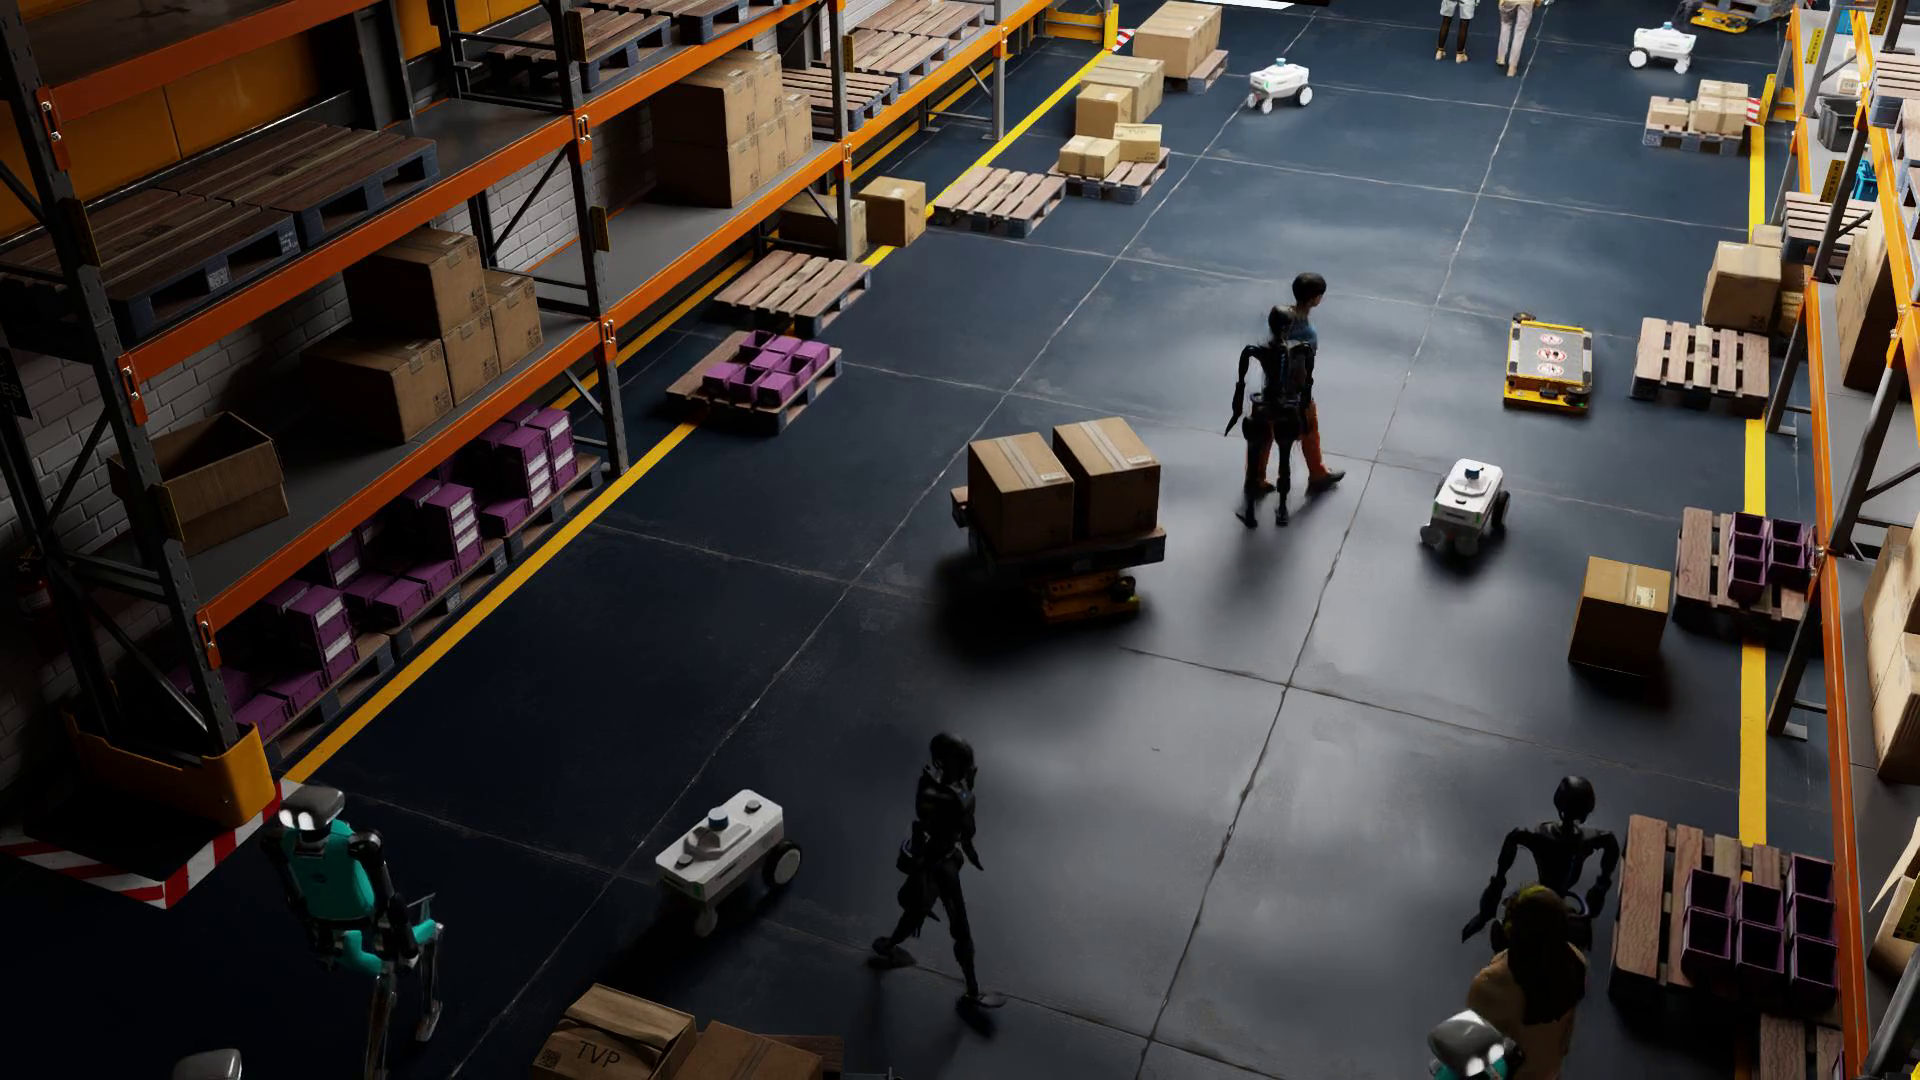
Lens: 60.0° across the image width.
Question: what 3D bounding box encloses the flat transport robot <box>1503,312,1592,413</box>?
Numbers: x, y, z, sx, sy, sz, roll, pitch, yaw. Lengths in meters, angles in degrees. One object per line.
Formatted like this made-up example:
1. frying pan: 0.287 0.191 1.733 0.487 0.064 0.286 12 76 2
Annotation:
1. flat transport robot: 4.917 -1.488 13.894 0.659 0.231 1.431 10 34 15

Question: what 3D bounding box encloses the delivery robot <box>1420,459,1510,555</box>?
1. delivery robot: 3.579 -0.269 11.763 0.514 0.614 0.786 16 36 23

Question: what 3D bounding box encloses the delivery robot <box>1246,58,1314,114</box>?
1. delivery robot: 3.780 -5.394 19.669 0.773 0.586 0.499 -20 38 -28

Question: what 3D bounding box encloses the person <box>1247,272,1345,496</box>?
1. person: 2.478 -1.128 11.987 0.853 1.733 0.489 -14 36 -21

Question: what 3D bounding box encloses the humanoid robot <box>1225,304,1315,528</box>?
1. humanoid robot: 2.168 -0.869 11.626 0.599 1.657 0.315 -2 33 -4

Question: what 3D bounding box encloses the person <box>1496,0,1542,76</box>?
1. person: 6.949 -6.704 20.596 0.492 1.746 0.742 11 35 17

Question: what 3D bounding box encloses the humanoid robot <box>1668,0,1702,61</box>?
1. humanoid robot: 9.181 -6.872 20.927 0.397 1.657 0.600 5 33 7

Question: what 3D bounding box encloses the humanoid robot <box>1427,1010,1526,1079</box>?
1. humanoid robot: 1.714 2.396 6.566 0.571 1.787 0.850 -22 39 -30

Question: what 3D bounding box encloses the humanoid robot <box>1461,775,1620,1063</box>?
1. humanoid robot: 2.625 1.784 7.541 0.603 1.647 0.464 0 33 1

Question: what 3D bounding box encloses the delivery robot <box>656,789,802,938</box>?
1. delivery robot: -1.244 1.655 8.761 0.499 0.589 0.785 22 39 30

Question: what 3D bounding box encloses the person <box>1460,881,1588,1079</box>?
1. person: 2.272 2.173 6.775 0.551 1.855 0.569 -15 36 -22

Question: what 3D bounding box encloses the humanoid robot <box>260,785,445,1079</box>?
1. humanoid robot: -2.669 1.716 7.593 0.563 1.766 0.892 4 33 7

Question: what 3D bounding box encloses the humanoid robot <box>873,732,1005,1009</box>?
1. humanoid robot: -0.118 1.558 7.939 0.786 1.621 0.589 16 36 23

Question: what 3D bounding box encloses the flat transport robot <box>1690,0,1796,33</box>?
1. flat transport robot: 10.674 -7.200 22.735 1.431 0.231 0.659 -25 40 -33

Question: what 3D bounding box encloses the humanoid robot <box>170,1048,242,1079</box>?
1. humanoid robot: -2.701 2.462 6.428 0.539 1.738 1.004 -10 34 -15

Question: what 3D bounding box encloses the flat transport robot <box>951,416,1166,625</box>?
1. flat transport robot: 0.659 0.075 11.475 0.659 0.231 1.431 -10 34 -15

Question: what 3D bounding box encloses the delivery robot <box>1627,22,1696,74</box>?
1. delivery robot: 8.843 -6.218 20.932 0.759 0.575 0.499 16 36 23

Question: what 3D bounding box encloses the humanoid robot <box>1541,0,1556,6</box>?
1. humanoid robot: 8.271 -8.236 23.030 0.815 1.810 0.536 -13 35 -19

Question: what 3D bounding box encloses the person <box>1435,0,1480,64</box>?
1. person: 6.302 -6.857 20.894 0.533 1.691 0.319 20 38 28
